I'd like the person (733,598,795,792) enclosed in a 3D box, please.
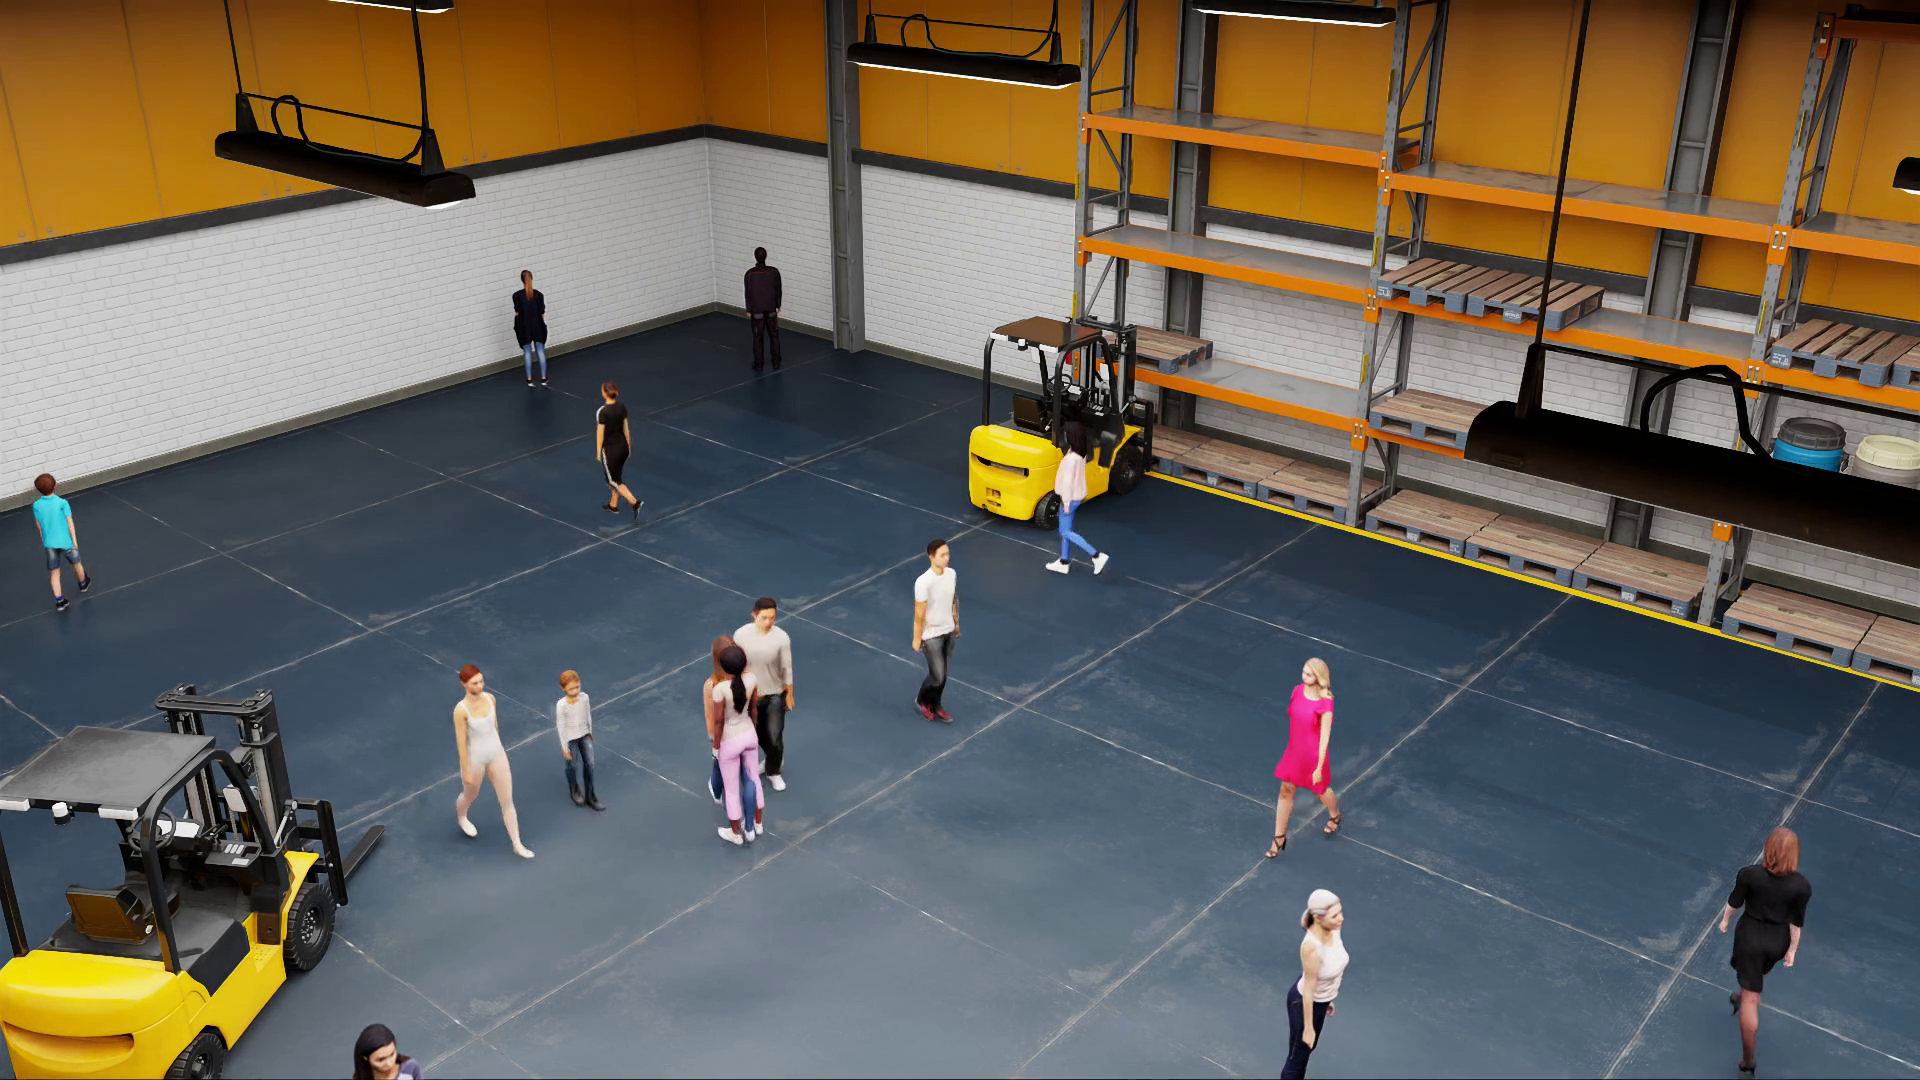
[{"bbox_3d":[-1.646,1.263,13.881,0.821,1.777,0.900,7,25,16],"label":"person"}]

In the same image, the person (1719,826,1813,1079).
[{"bbox_3d":[5.189,2.698,10.761,1.114,1.646,0.948,7,25,16],"label":"person"}]

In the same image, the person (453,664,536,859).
[{"bbox_3d":[-3.808,1.714,13.068,1.058,1.600,0.567,18,29,35],"label":"person"}]

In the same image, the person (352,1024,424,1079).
[{"bbox_3d":[-3.110,3.358,9.146,0.499,1.729,0.573,19,30,37],"label":"person"}]

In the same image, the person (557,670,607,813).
[{"bbox_3d":[-3.188,1.616,13.673,0.535,1.296,0.691,-19,30,-37],"label":"person"}]

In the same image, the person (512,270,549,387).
[{"bbox_3d":[-6.156,-3.047,23.855,0.722,1.684,0.737,-7,25,-16],"label":"person"}]

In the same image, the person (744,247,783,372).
[{"bbox_3d":[-2.889,-3.407,24.487,0.797,1.839,0.770,-9,25,-19],"label":"person"}]

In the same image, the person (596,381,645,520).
[{"bbox_3d":[-3.954,-1.019,19.257,0.994,1.651,0.637,17,29,34],"label":"person"}]

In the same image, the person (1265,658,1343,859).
[{"bbox_3d":[2.799,1.683,13.033,0.820,1.686,1.018,-15,28,-31],"label":"person"}]

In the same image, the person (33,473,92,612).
[{"bbox_3d":[-9.311,0.040,17.135,0.893,1.410,1.013,-5,24,-11],"label":"person"}]

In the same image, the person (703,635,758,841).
[{"bbox_3d":[-1.774,1.606,13.218,0.917,1.679,1.101,-8,25,-17],"label":"person"}]

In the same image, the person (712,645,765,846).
[{"bbox_3d":[-1.762,1.599,13.160,0.596,1.737,0.552,-20,31,-38],"label":"person"}]

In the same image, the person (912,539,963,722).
[{"bbox_3d":[-0.272,0.805,14.906,0.626,1.794,0.655,19,30,36],"label":"person"}]

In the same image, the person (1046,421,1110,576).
[{"bbox_3d":[1.269,-0.409,17.738,1.044,1.751,0.806,11,26,23],"label":"person"}]

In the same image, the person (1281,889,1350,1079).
[{"bbox_3d":[2.161,2.880,10.275,0.578,1.702,0.631,14,27,29],"label":"person"}]
